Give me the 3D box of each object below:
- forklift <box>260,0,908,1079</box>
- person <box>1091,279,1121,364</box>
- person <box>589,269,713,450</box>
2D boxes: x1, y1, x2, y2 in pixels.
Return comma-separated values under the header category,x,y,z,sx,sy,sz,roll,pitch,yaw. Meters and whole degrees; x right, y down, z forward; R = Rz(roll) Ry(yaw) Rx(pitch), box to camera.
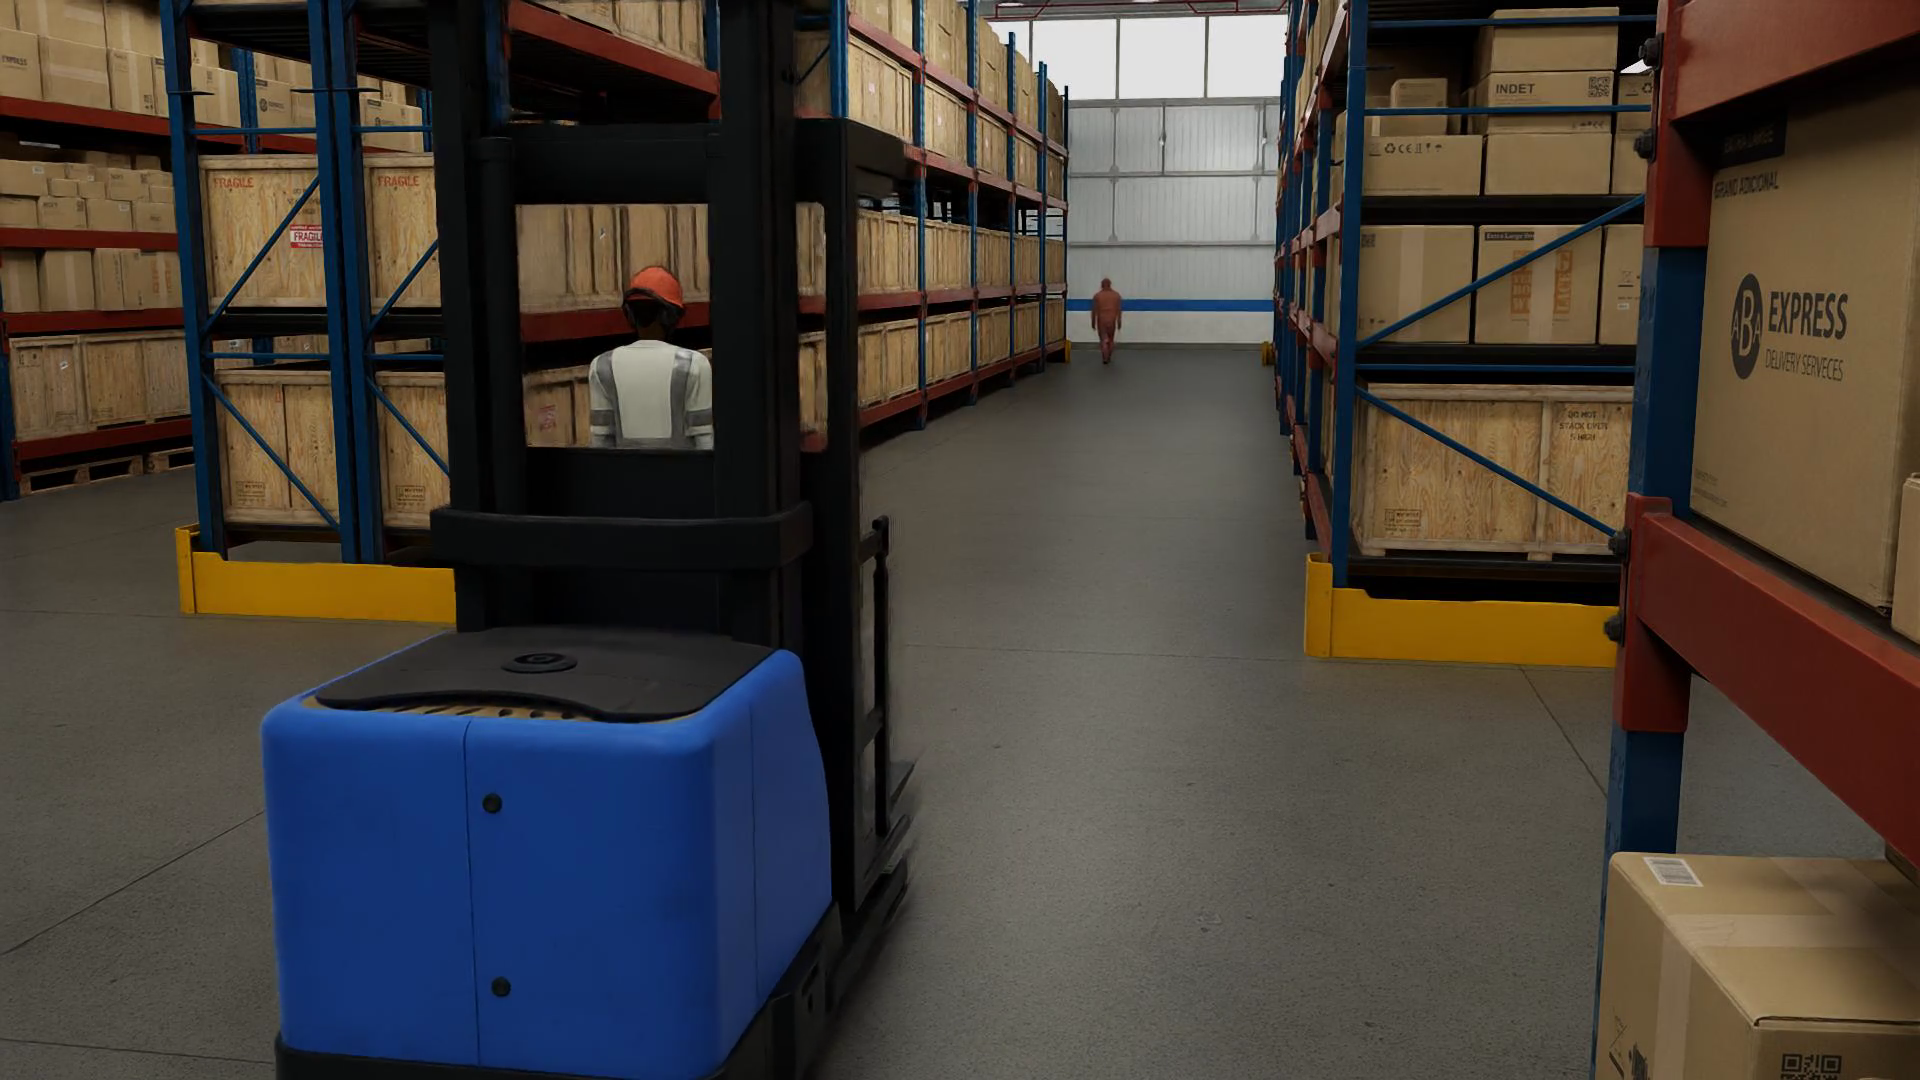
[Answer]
category,x,y,z,sx,sy,sz,roll,pitch,yaw
forklift,-0.874,-0.099,4.299,1.129,2.768,1.873,2,9,10
person,3.205,-4.816,36.750,0.654,1.850,1.001,-1,9,-8
person,-1.405,-0.236,7.773,0.605,2.034,0.390,1,9,9
